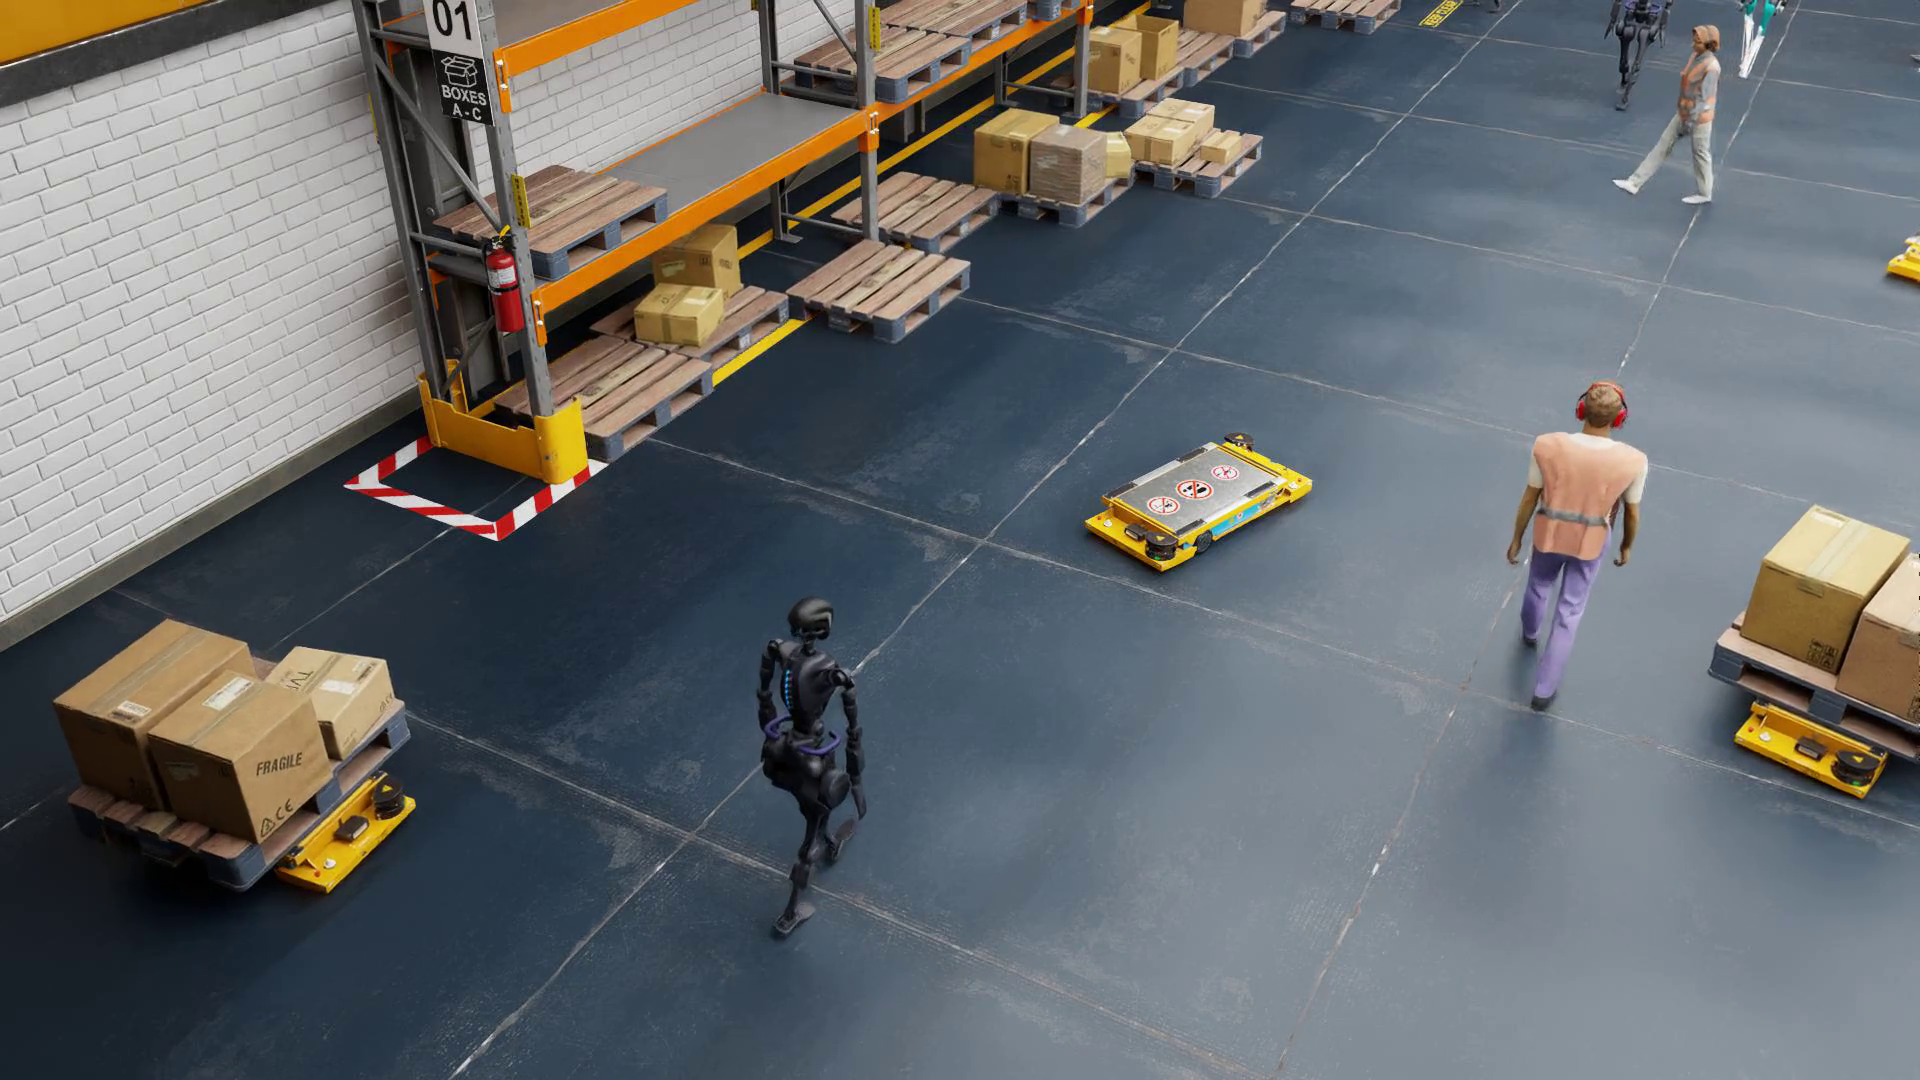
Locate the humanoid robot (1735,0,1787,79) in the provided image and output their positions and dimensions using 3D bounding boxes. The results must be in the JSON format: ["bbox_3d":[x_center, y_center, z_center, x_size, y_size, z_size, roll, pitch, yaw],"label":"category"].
[{"bbox_3d":[8.464,-5.741,17.492,0.530,1.726,0.928,20,39,28],"label":"humanoid robot"}]

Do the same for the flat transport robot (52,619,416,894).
[{"bbox_3d":[-3.485,1.279,8.213,1.431,0.231,0.659,13,36,19],"label":"flat transport robot"}]

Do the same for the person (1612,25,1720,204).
[{"bbox_3d":[6.332,-3.700,14.544,0.876,1.583,0.526,1,33,1],"label":"person"}]

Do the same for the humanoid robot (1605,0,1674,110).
[{"bbox_3d":[6.892,-5.254,16.864,0.608,1.628,0.779,20,38,27],"label":"humanoid robot"}]

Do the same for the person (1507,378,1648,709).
[{"bbox_3d":[3.253,-0.034,8.809,0.600,1.804,0.865,14,36,20],"label":"person"}]

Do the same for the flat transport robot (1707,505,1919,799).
[{"bbox_3d":[4.758,0.831,8.891,0.659,0.231,1.431,27,42,35],"label":"flat transport robot"}]

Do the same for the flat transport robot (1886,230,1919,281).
[{"bbox_3d":[8.320,-2.418,13.806,1.431,0.231,0.659,-28,43,-36],"label":"flat transport robot"}]

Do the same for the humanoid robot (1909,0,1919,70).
[{"bbox_3d":[10.581,-5.917,17.782,0.795,1.791,0.533,26,41,33],"label":"humanoid robot"}]

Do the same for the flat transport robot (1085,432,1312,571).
[{"bbox_3d":[1.528,-0.259,10.540,1.431,0.231,0.659,-26,41,-34],"label":"flat transport robot"}]

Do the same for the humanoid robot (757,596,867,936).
[{"bbox_3d":[-0.664,0.970,7.432,0.613,1.626,0.754,21,39,28],"label":"humanoid robot"}]

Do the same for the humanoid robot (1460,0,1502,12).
[{"bbox_3d":[6.282,-7.105,19.615,0.374,1.642,0.600,-17,37,-24],"label":"humanoid robot"}]
